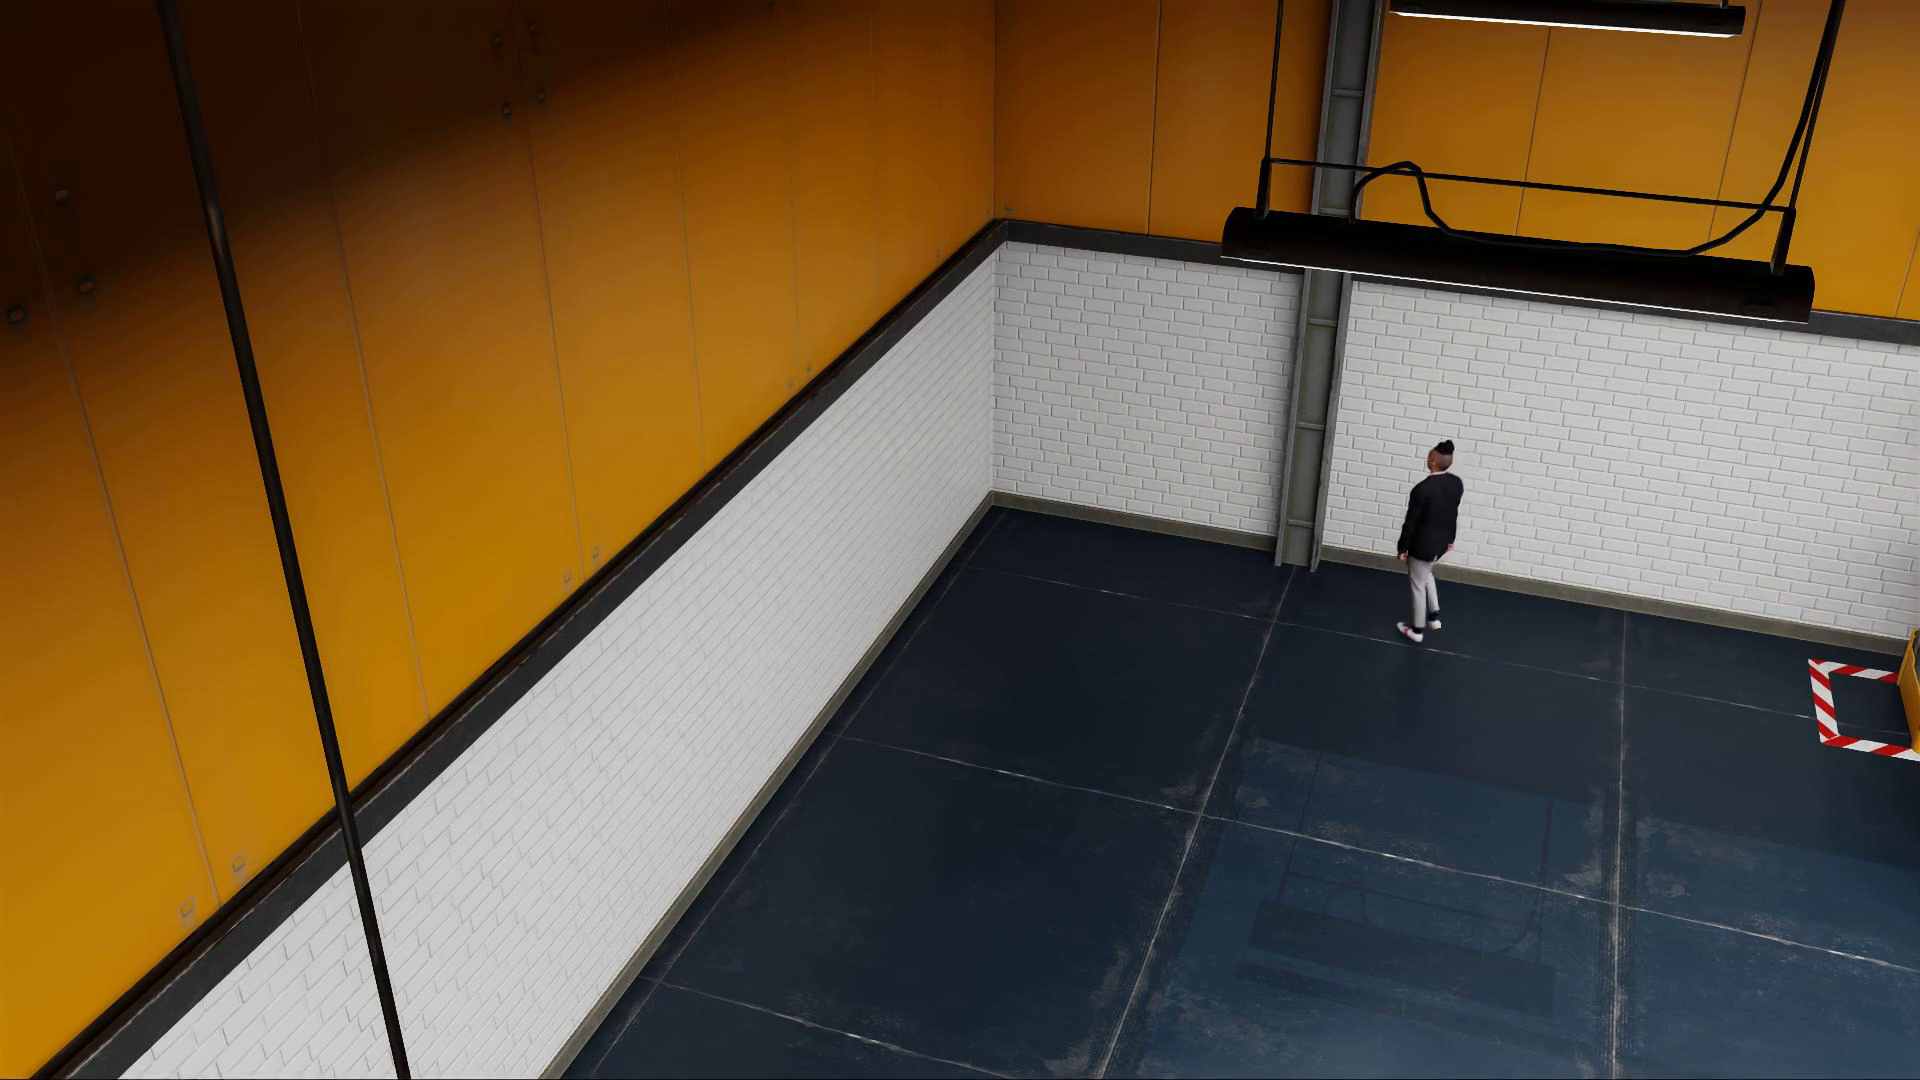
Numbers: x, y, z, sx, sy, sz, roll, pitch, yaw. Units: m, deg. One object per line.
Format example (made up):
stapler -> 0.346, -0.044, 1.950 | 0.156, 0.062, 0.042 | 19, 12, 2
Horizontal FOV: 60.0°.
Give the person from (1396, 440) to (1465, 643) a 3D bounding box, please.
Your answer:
person -> 4.125, 0.041, 14.397 | 0.868, 1.946, 0.914 | -15, 32, -25
